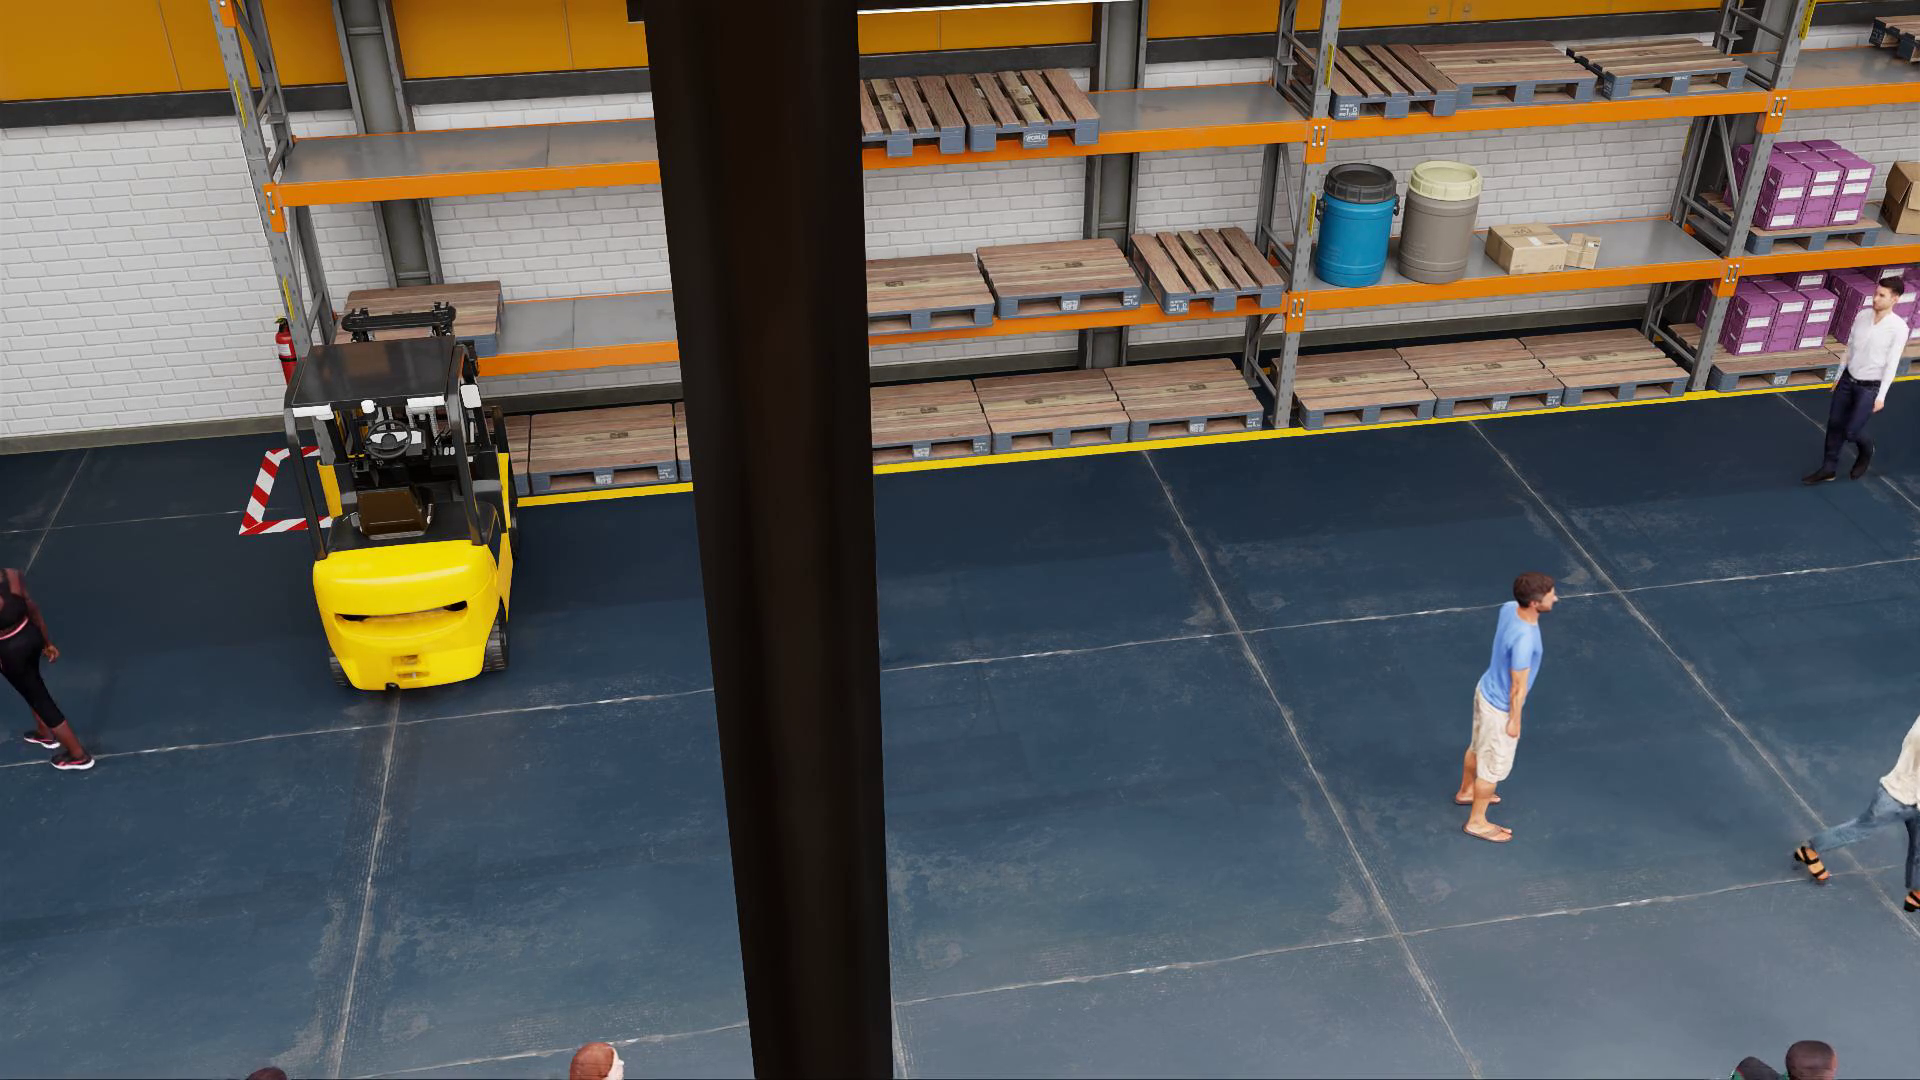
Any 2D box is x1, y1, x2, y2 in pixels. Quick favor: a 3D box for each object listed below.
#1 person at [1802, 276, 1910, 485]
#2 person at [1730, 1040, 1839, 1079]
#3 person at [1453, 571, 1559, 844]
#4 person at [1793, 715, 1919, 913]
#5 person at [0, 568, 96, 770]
[{"bbox_3d":[7.373,-1.276,13.465,0.896,1.853,0.739,-14,36,-20],"label":"person"},{"bbox_3d":[3.405,2.854,7.277,0.929,1.826,0.769,-12,35,-17],"label":"person"},{"bbox_3d":[3.288,0.969,10.079,0.664,1.862,0.716,3,34,5],"label":"person"},{"bbox_3d":[5.342,1.444,9.572,1.086,1.632,1.107,27,42,34],"label":"person"},{"bbox_3d":[-5.846,0.754,10.512,0.939,1.742,0.784,6,34,8],"label":"person"}]
